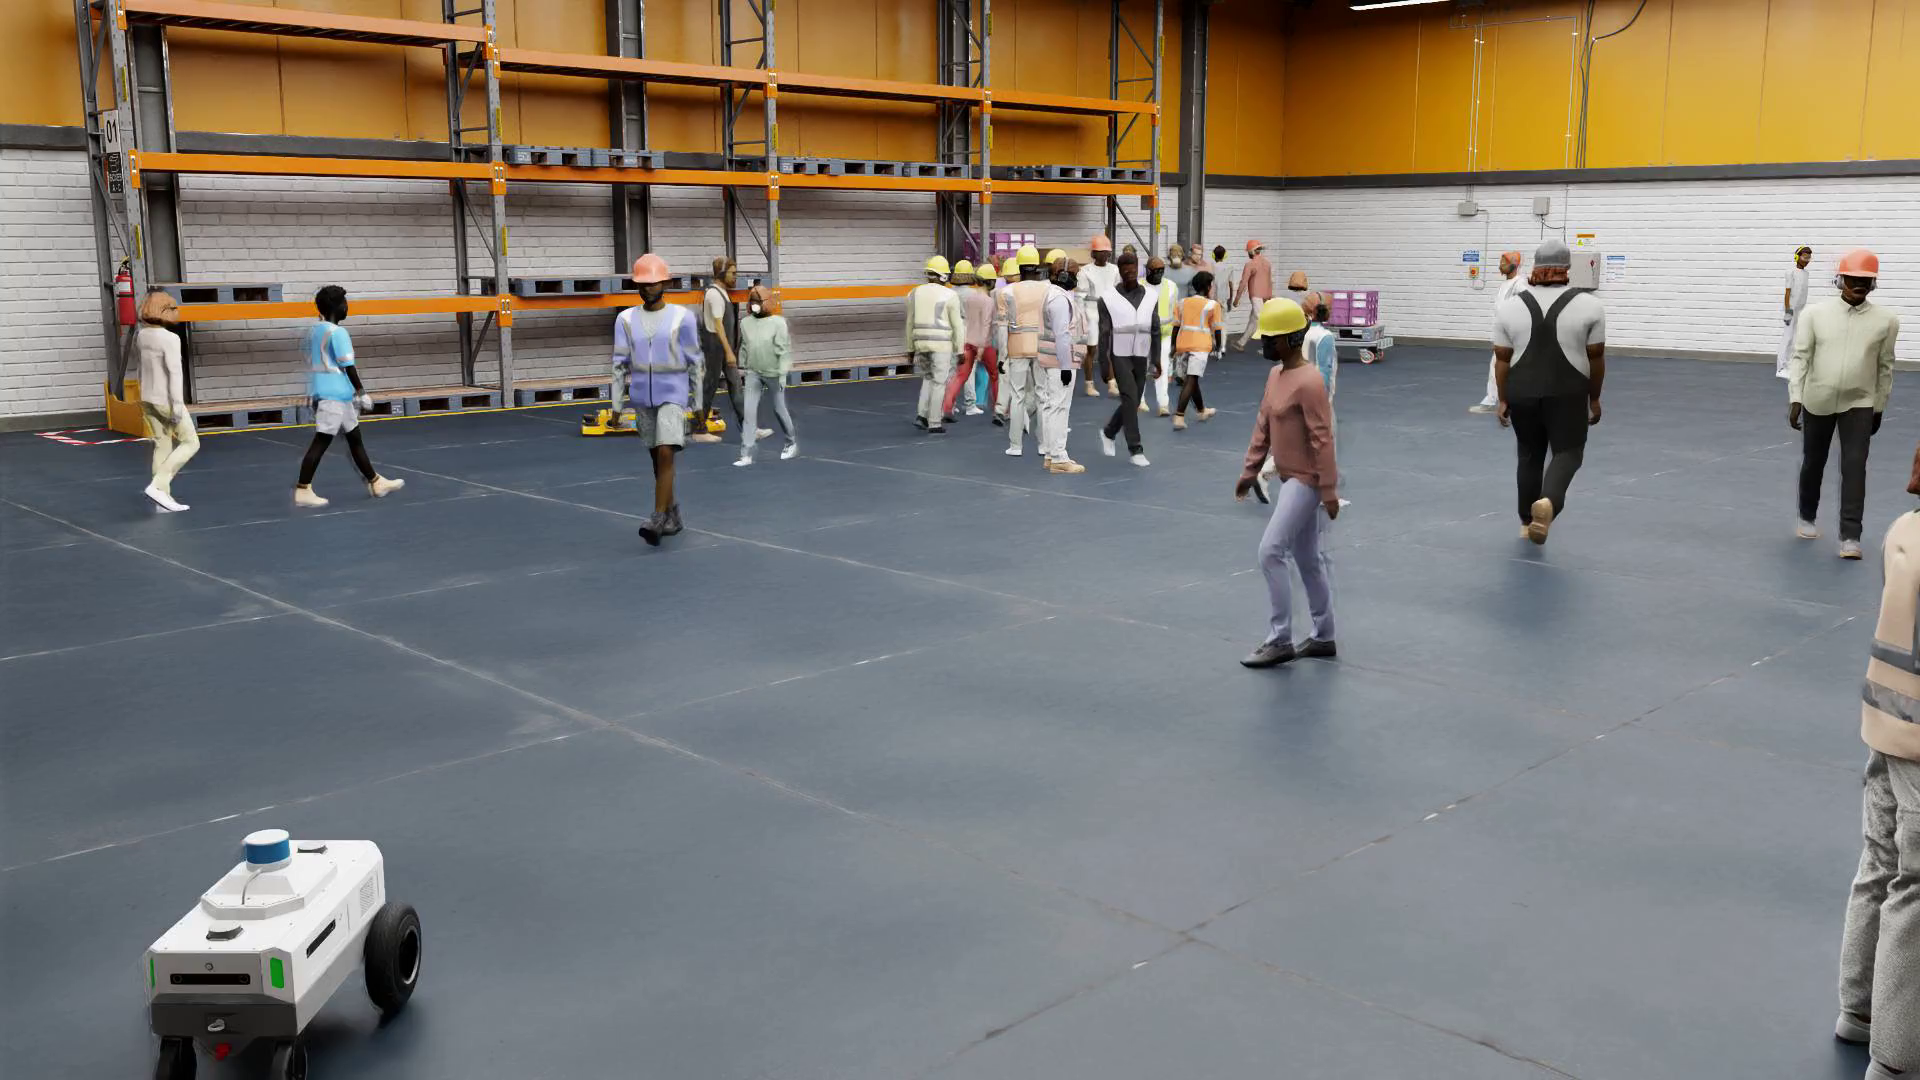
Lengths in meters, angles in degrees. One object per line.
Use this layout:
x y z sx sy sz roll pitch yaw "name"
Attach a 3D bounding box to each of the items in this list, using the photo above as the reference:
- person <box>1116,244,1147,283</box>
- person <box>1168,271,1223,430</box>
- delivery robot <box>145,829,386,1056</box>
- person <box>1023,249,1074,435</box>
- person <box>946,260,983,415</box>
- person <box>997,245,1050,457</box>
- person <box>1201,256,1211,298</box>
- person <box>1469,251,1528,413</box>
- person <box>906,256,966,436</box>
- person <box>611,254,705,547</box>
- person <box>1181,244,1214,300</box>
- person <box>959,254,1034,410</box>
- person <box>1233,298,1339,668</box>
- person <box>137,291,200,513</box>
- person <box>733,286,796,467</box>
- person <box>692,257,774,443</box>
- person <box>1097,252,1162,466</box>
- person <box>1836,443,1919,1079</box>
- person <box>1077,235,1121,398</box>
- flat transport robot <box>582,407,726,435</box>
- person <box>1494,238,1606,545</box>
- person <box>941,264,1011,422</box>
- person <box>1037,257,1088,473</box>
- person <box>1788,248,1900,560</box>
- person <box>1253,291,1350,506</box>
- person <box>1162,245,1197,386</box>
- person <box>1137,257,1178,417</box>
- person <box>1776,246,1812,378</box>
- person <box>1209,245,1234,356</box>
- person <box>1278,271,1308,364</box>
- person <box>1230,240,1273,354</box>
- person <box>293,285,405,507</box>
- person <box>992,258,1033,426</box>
2.574 -3.539 25.288 0.646 1.898 1.032 8 13 38 "person"
2.492 -1.991 17.463 0.550 1.637 0.940 9 14 42 "person"
-1.695 0.960 4.107 0.477 0.478 0.707 0 10 0 "delivery robot"
0.867 -1.978 16.774 0.790 1.894 0.593 -9 14 -41 "person"
0.036 -2.288 18.831 0.493 1.743 0.295 6 12 28 "person"
0.623 -1.720 15.222 0.587 1.930 0.355 -1 10 -7 "person"
4.195 -4.330 29.704 0.626 1.844 0.429 1 10 8 "person"
6.307 -2.361 18.938 0.874 1.856 0.585 0 10 1 "person"
-0.244 -1.956 16.842 0.611 1.816 0.442 7 13 35 "person"
-2.018 -0.909 10.890 0.571 1.890 0.984 2 11 9 "person"
3.774 -3.858 27.004 0.686 1.881 0.403 2 11 9 "person"
0.488 -2.385 19.216 0.910 1.819 0.568 5 11 24 "person"
1.530 -0.262 7.827 0.671 1.733 0.531 -1 10 -5 "person"
-5.769 -0.984 12.066 0.506 1.622 0.373 6 12 31 "person"
-1.719 -1.476 14.840 0.502 1.588 0.854 4 11 23 "person"
-2.248 -1.828 16.141 0.817 1.807 0.526 1 10 5 "person"
1.484 -1.630 14.885 0.599 1.881 0.881 -5 12 -25 "person"
2.297 0.499 3.937 0.310 1.635 0.512 2 11 10 "person"
1.779 -2.748 20.595 0.630 2.011 0.839 -4 11 -21 "person"
-3.153 -1.235 17.107 1.431 0.197 0.652 -2 11 -12 "flat transport robot"
3.822 -0.973 10.848 0.689 2.000 0.790 6 12 31 "person"
0.194 -2.118 17.989 0.934 1.716 0.526 -7 12 -33 "person"
0.878 -1.496 14.261 0.429 1.840 0.624 -1 10 -6 "person"
5.668 -0.898 10.734 0.614 1.948 1.037 4 11 21 "person"
2.556 -1.034 12.347 0.709 1.618 0.521 -3 11 -16 "person"
2.871 -3.023 22.451 0.656 1.885 1.019 2 11 10 "person"
2.173 -2.301 18.816 0.645 1.785 0.996 -1 10 -6 "person"
11.918 -3.240 23.697 0.521 1.865 0.336 -7 13 -34 "person"
4.283 -3.998 27.860 0.541 1.857 0.426 -3 11 -14 "person"
4.113 -2.512 20.460 0.510 1.593 0.832 4 11 19 "person"
5.034 -4.166 28.550 0.649 1.923 1.037 -10 14 -43 "person"
-4.665 -1.086 12.523 0.883 1.648 0.538 -7 12 -33 "person"
0.595 -2.113 17.783 0.596 1.780 0.881 3 11 18 "person"
